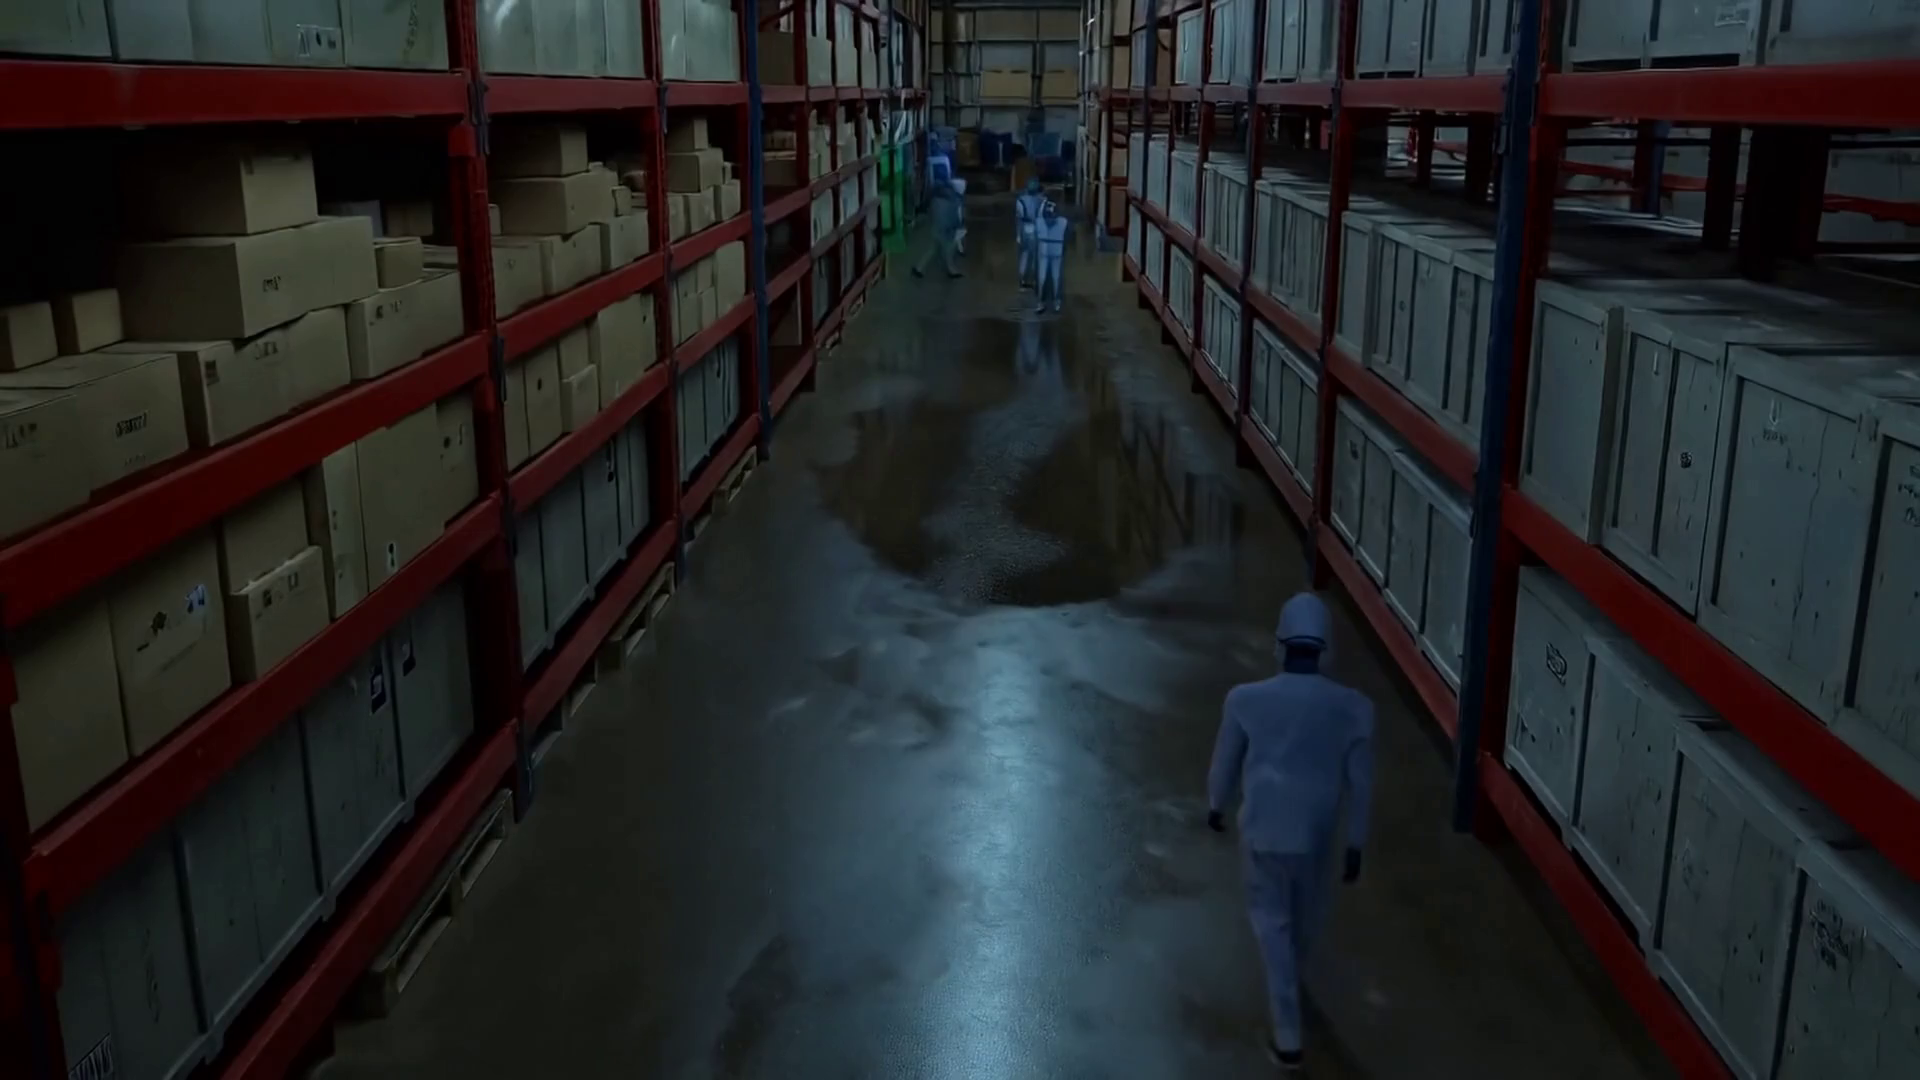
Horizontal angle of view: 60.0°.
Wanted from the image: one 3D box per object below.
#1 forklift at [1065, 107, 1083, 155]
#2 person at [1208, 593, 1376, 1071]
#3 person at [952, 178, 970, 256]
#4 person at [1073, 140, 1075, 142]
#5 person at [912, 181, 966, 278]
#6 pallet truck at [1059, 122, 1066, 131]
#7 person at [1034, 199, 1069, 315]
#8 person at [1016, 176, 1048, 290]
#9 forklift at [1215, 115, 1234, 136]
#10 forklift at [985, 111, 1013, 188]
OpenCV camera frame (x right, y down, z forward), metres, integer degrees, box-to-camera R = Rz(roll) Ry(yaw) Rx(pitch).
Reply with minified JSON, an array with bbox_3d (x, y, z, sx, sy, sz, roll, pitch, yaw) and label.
[{"bbox_3d":[5.339,-18.612,77.042,1.129,2.768,1.873,-7,17,-24],"label":"forklift"},{"bbox_3d":[1.216,1.025,6.208,0.561,1.701,0.884,-1,15,-5],"label":"person"},{"bbox_3d":[-0.058,-7.026,36.188,0.517,1.681,0.547,-1,15,-4],"label":"person"},{"bbox_3d":[4.594,-15.665,68.515,0.847,1.595,0.529,7,17,25],"label":"person"},{"bbox_3d":[-0.440,-5.955,31.904,0.995,1.855,0.626,6,16,22],"label":"person"},{"bbox_3d":[5.788,-21.111,88.014,1.885,1.965,0.823,5,16,18],"label":"pallet truck"},{"bbox_3d":[1.460,-4.513,26.558,0.563,1.838,0.391,4,16,15],"label":"person"},{"bbox_3d":[1.310,-5.514,29.905,0.606,2.039,0.395,-2,15,-9],"label":"person"},{"bbox_3d":[7.979,-11.816,51.756,1.129,2.768,1.873,0,15,2],"label":"forklift"},{"bbox_3d":[1.191,-14.555,61.947,1.873,2.768,1.129,0,15,2],"label":"forklift"}]
